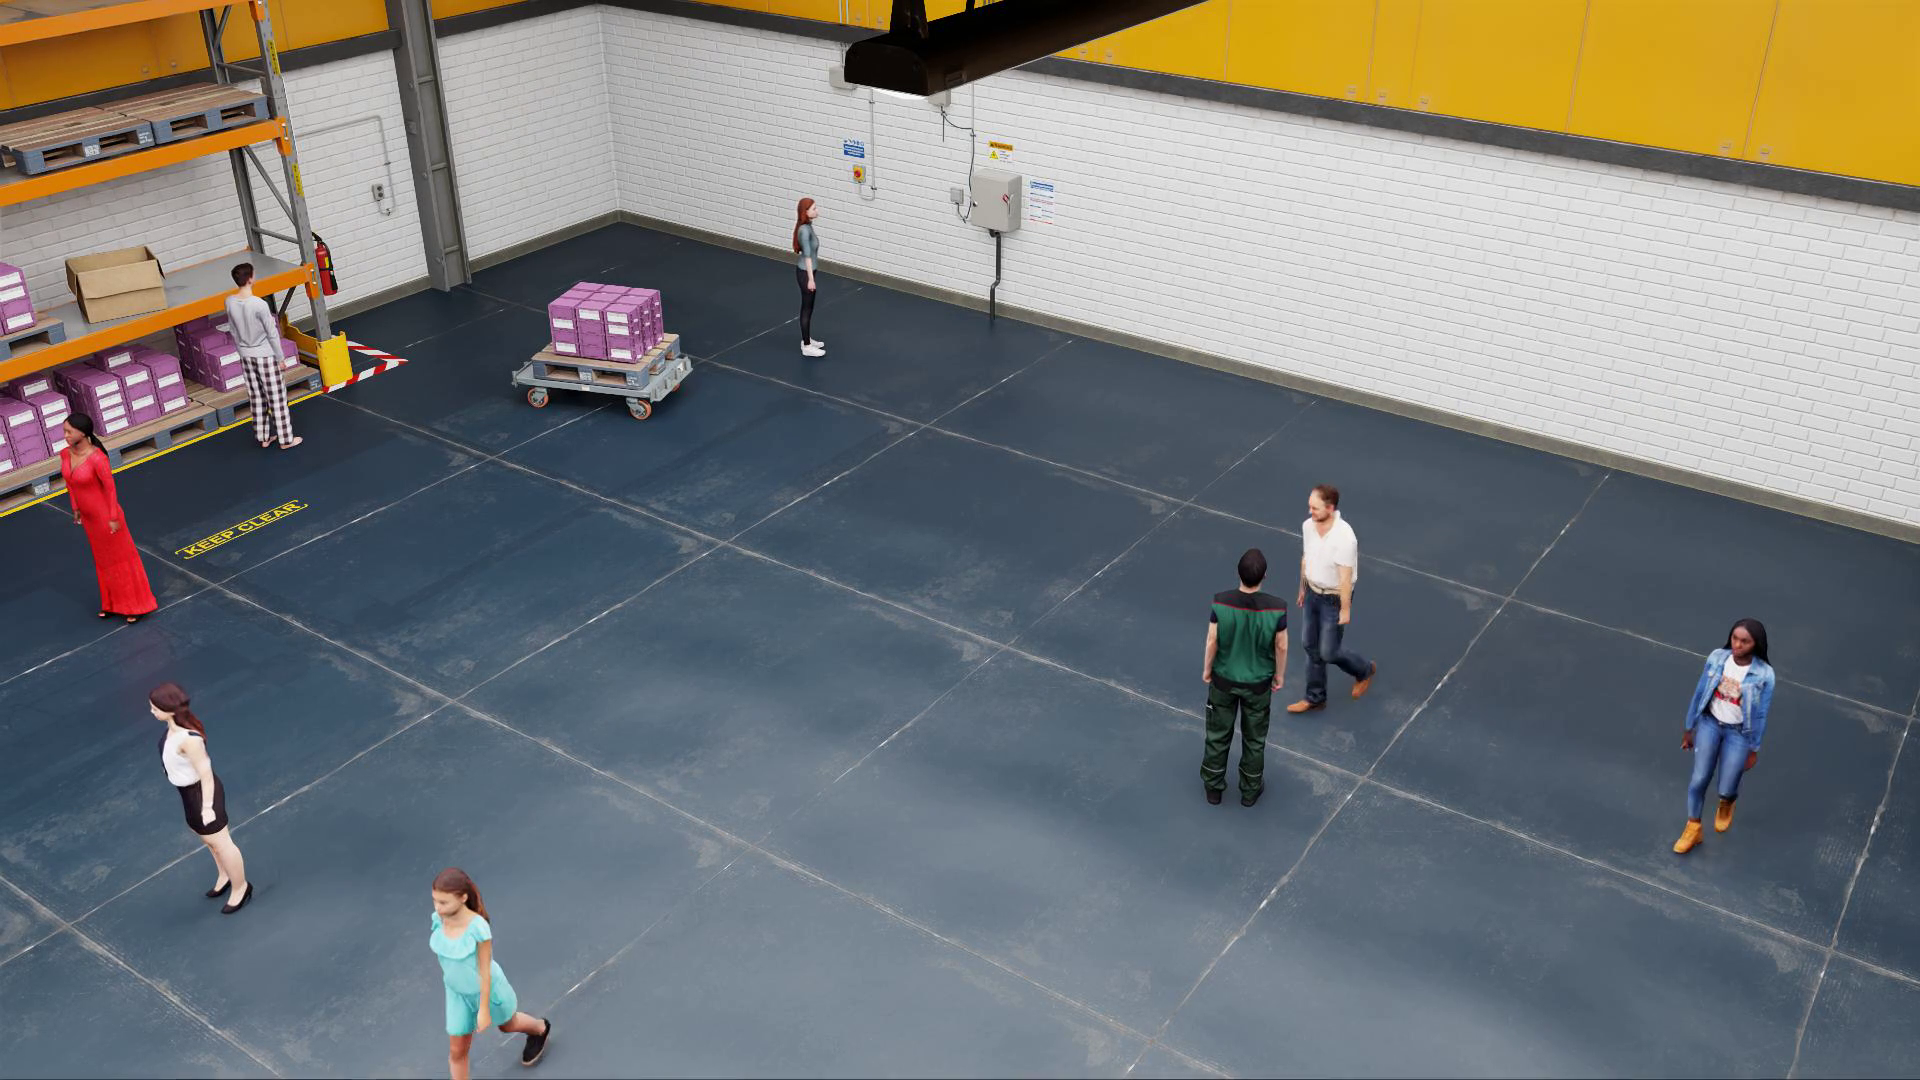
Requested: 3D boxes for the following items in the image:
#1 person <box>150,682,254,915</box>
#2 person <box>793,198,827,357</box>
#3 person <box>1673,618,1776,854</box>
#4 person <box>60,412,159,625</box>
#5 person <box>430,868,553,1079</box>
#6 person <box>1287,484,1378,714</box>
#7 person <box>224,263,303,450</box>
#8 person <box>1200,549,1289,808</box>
[{"bbox_3d":[-4.587,1.549,10.048,0.580,1.648,0.605,-23,36,-36],"label":"person"},{"bbox_3d":[-1.646,-2.862,18.037,0.731,1.742,0.653,-2,29,-4],"label":"person"},{"bbox_3d":[4.901,1.229,10.581,0.806,1.699,0.702,-24,37,-37],"label":"person"},{"bbox_3d":[-6.736,-0.176,13.069,0.679,1.784,0.668,10,30,17],"label":"person"},{"bbox_3d":[-2.488,2.323,8.758,0.696,1.526,1.121,12,31,20],"label":"person"},{"bbox_3d":[2.722,0.412,11.946,1.074,1.828,0.971,-14,32,-24],"label":"person"},{"bbox_3d":[-6.693,-1.750,15.889,0.696,1.847,0.660,6,29,12],"label":"person"},{"bbox_3d":[1.857,0.907,10.964,0.761,1.900,0.727,5,29,9],"label":"person"}]
